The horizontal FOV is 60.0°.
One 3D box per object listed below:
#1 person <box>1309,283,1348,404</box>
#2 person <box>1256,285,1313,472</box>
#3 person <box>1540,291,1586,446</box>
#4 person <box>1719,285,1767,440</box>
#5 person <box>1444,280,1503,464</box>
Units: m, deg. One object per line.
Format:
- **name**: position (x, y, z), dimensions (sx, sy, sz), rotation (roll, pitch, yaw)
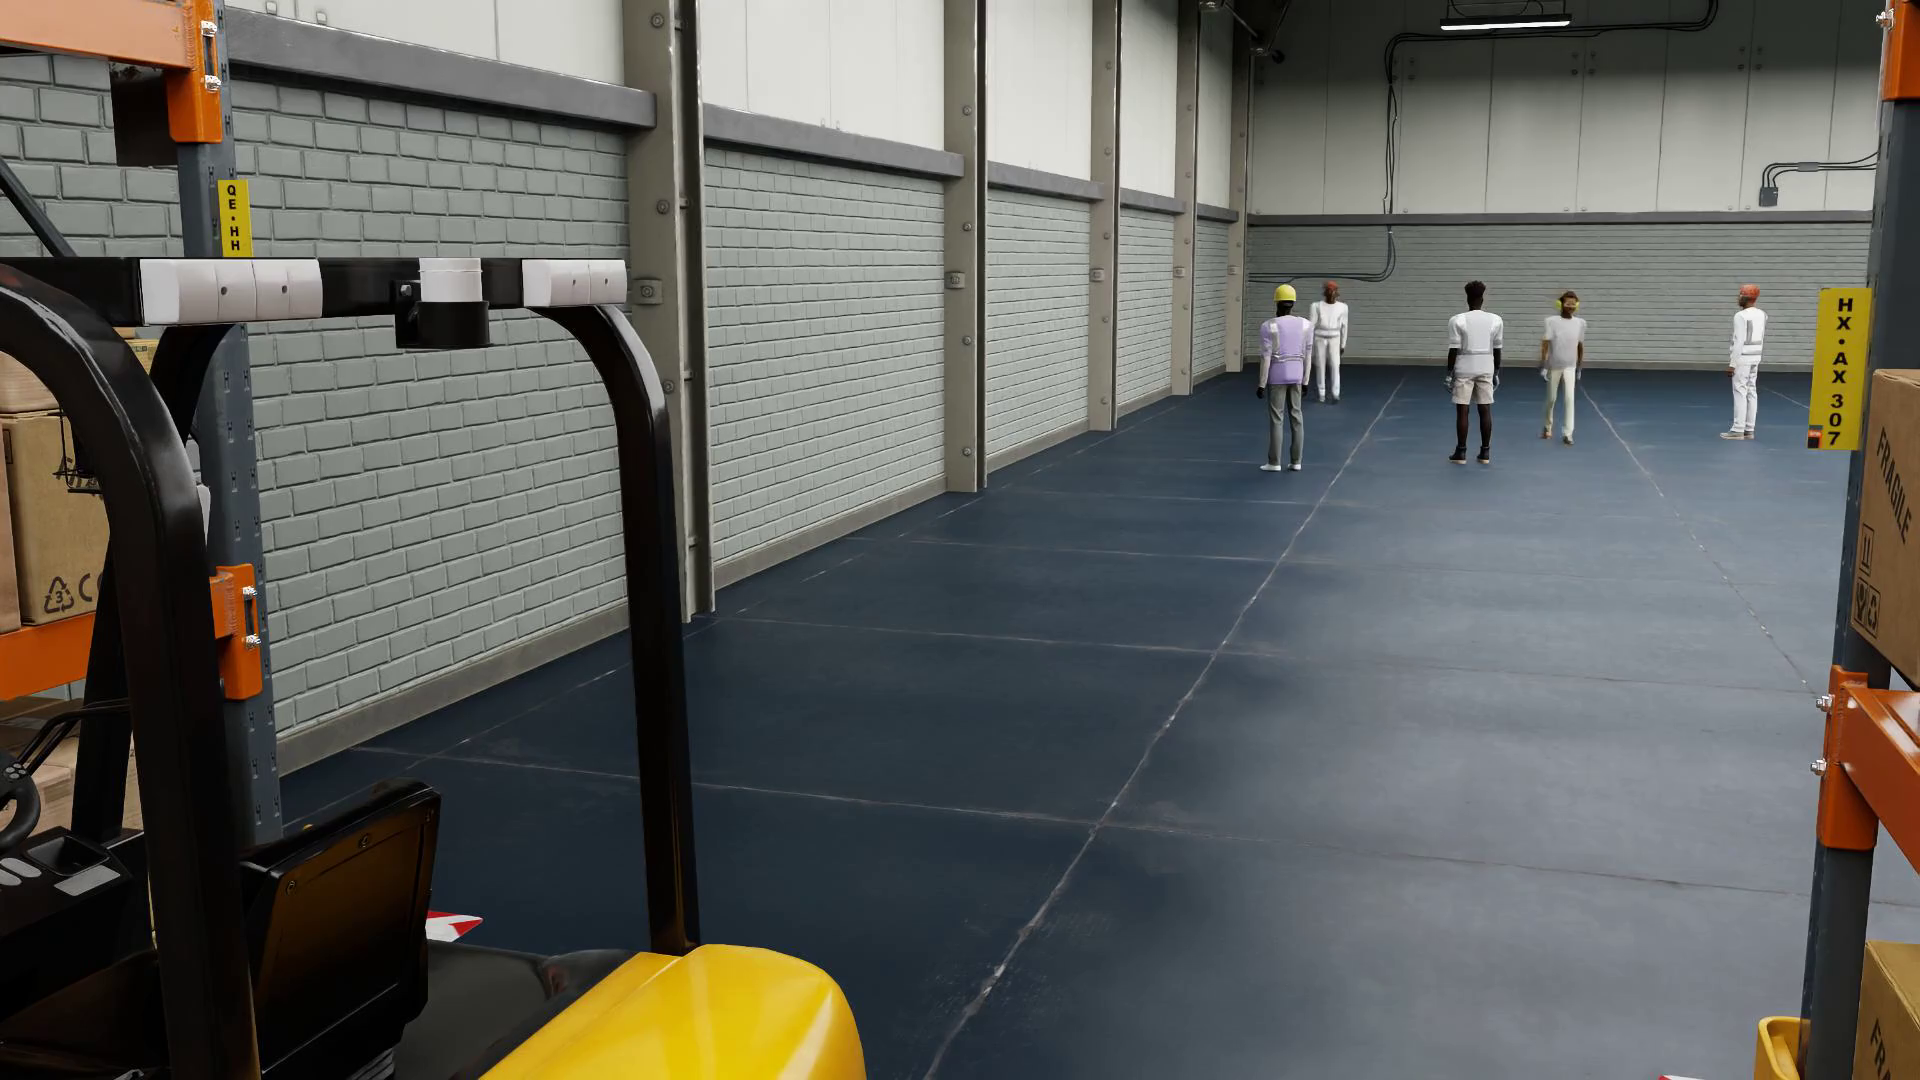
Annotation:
- **person**: position (5.600, -2.988, 25.342), dimensions (0.599, 1.836, 0.972), rotation (2, 10, 9)
- **person**: position (3.335, -1.659, 17.149), dimensions (0.585, 1.928, 0.371), rotation (-3, 10, -16)
- **person**: position (7.213, -2.075, 19.960), dimensions (0.519, 1.828, 0.977), rotation (2, 10, 11)
- **person**: position (9.568, -2.164, 20.289), dimensions (0.584, 1.884, 0.348), rotation (-7, 12, -35)
- **person**: position (5.502, -1.794, 17.847), dimensions (0.609, 1.963, 0.367), rotation (-1, 10, -4)
